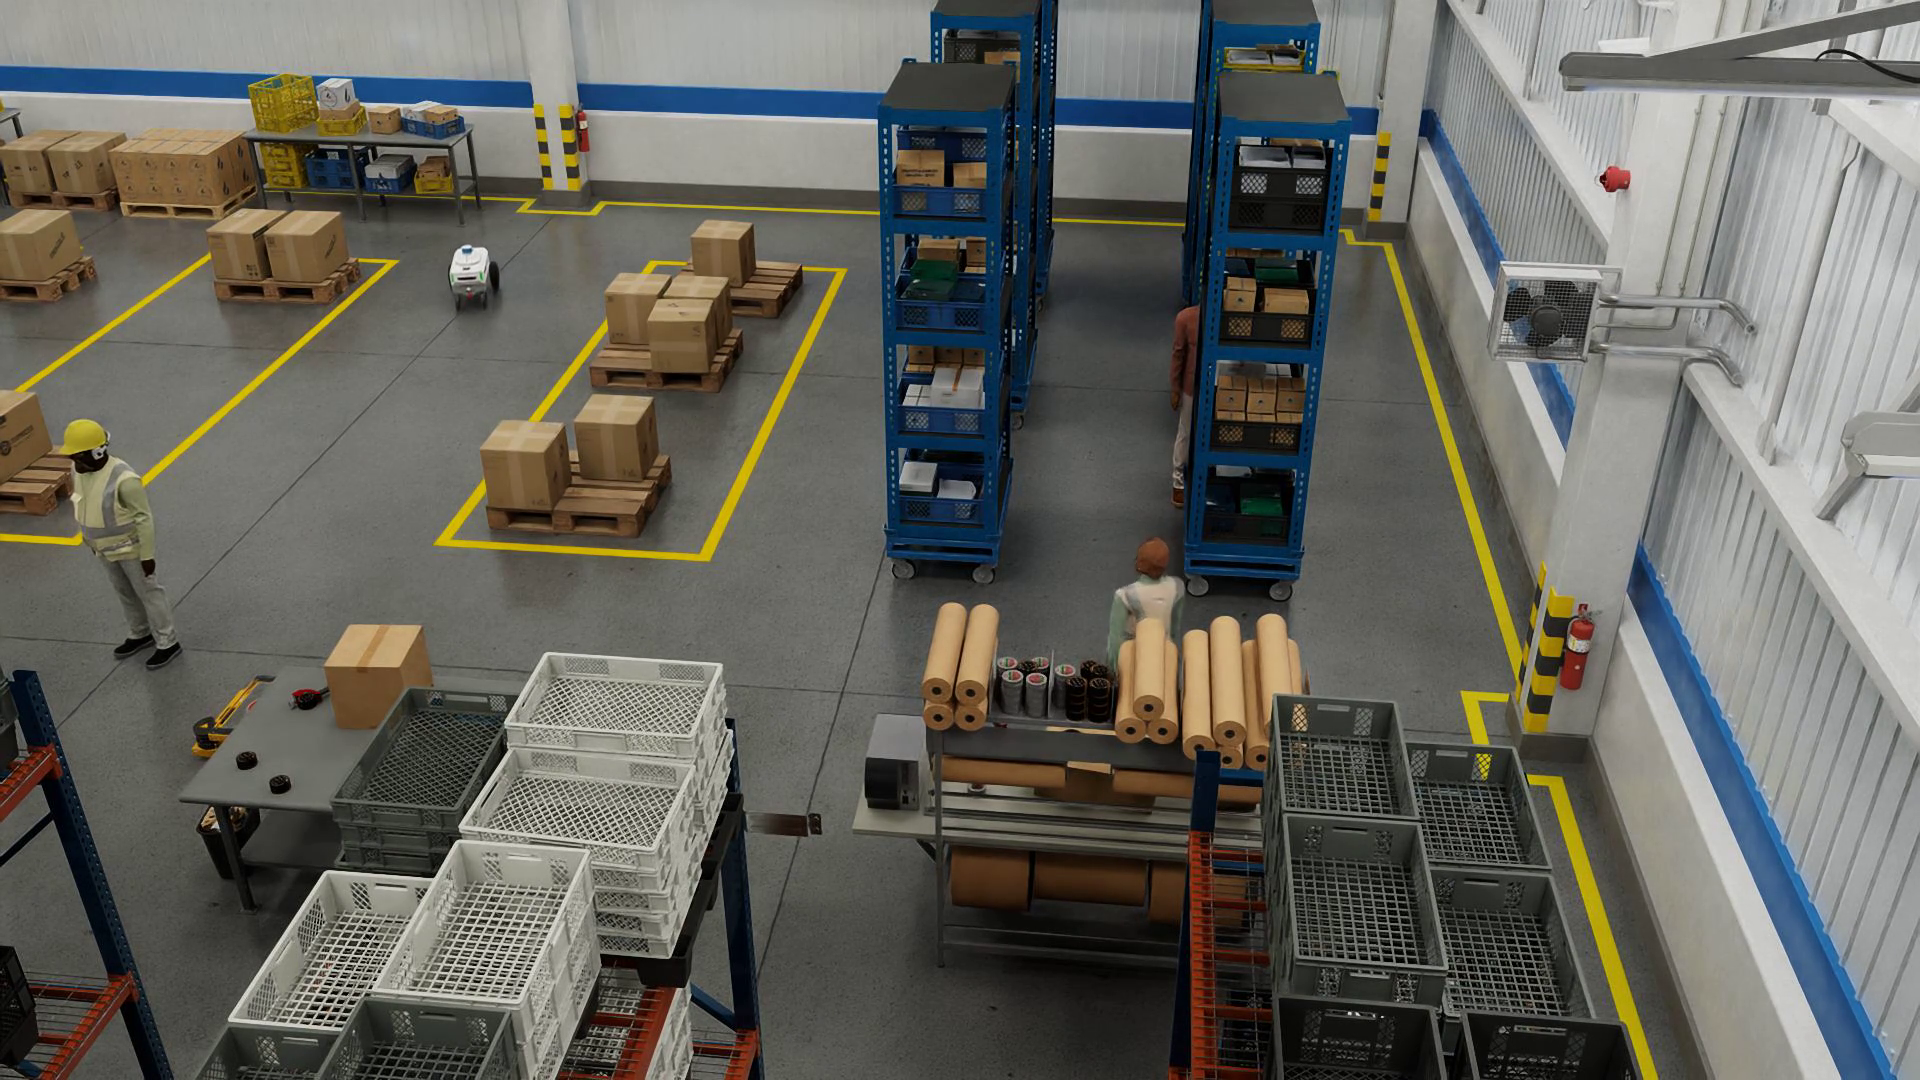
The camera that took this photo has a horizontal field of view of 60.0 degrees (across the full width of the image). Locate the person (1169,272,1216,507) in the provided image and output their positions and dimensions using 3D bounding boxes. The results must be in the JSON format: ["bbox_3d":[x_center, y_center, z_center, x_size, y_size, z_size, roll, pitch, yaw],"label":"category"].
[{"bbox_3d":[1.936,-1.203,13.011,0.611,1.996,0.375,-5,31,-8],"label":"person"}]

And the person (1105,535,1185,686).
[{"bbox_3d":[1.070,0.737,10.058,0.639,1.607,0.345,-18,35,-28],"label":"person"}]

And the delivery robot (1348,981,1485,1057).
[{"bbox_3d":[2.229,2.348,8.243,0.707,0.478,0.477,-9,32,-15],"label":"delivery robot"}]

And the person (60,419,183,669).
[{"bbox_3d":[-5.599,0.022,11.067,0.595,1.831,0.403,16,34,25],"label":"person"}]

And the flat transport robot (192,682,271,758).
[{"bbox_3d":[-4.089,1.163,10.648,1.431,0.197,0.652,3,30,6],"label":"flat transport robot"}]

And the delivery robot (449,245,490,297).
[{"bbox_3d":[-5.024,-2.777,17.046,0.477,0.478,0.707,-5,31,-8],"label":"delivery robot"}]
